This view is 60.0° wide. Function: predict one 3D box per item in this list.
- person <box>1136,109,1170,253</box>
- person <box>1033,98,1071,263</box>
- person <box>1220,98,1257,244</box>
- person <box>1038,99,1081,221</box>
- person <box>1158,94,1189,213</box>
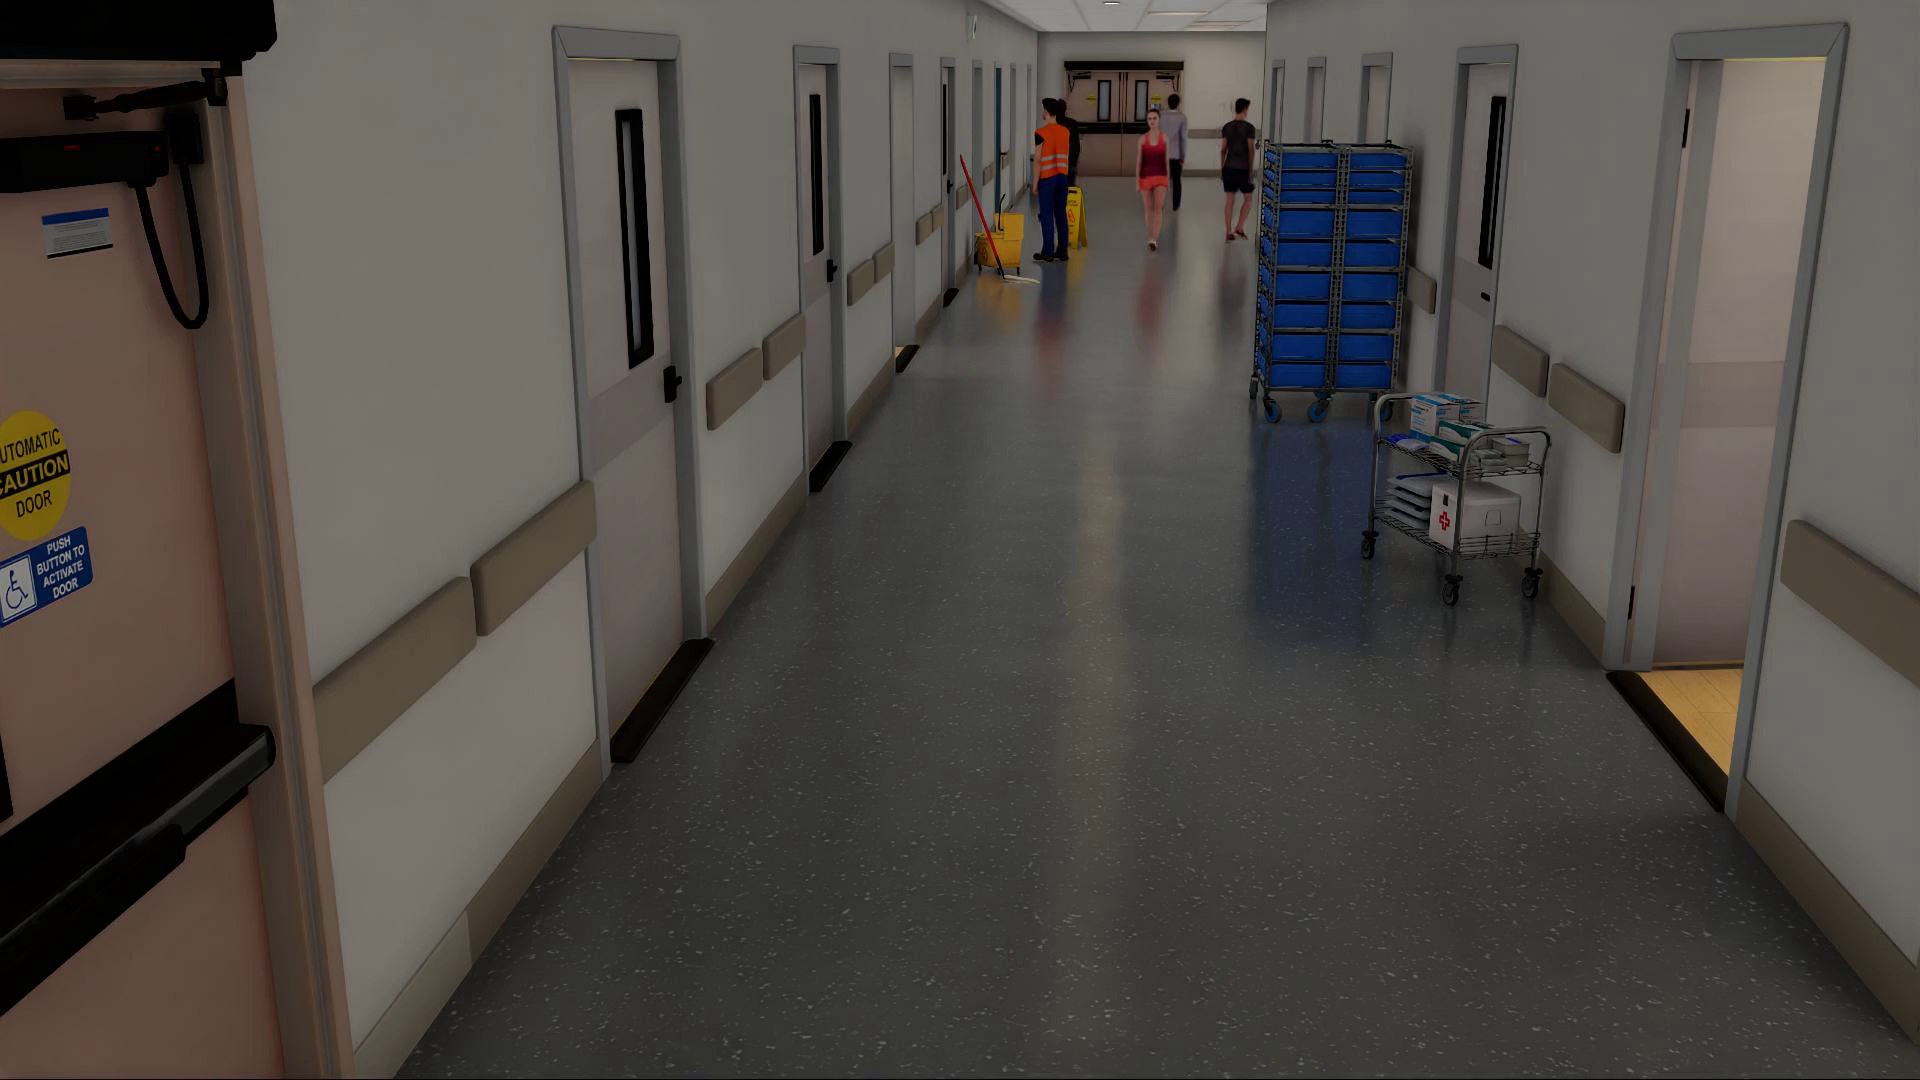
[{"bbox_3d":[2.410,-4.433,20.620,0.646,1.702,1.153,3,16,11],"label":"person"},{"bbox_3d":[1.102,-4.253,19.642,0.788,1.887,0.832,-10,19,-32],"label":"person"},{"bbox_3d":[3.560,-4.782,21.607,0.794,1.838,0.820,10,19,32],"label":"person"},{"bbox_3d":[1.472,-5.196,23.174,1.013,1.786,1.313,-4,16,-15],"label":"person"},{"bbox_3d":[3.244,-5.980,25.921,0.831,1.803,1.258,4,16,14],"label":"person"}]
